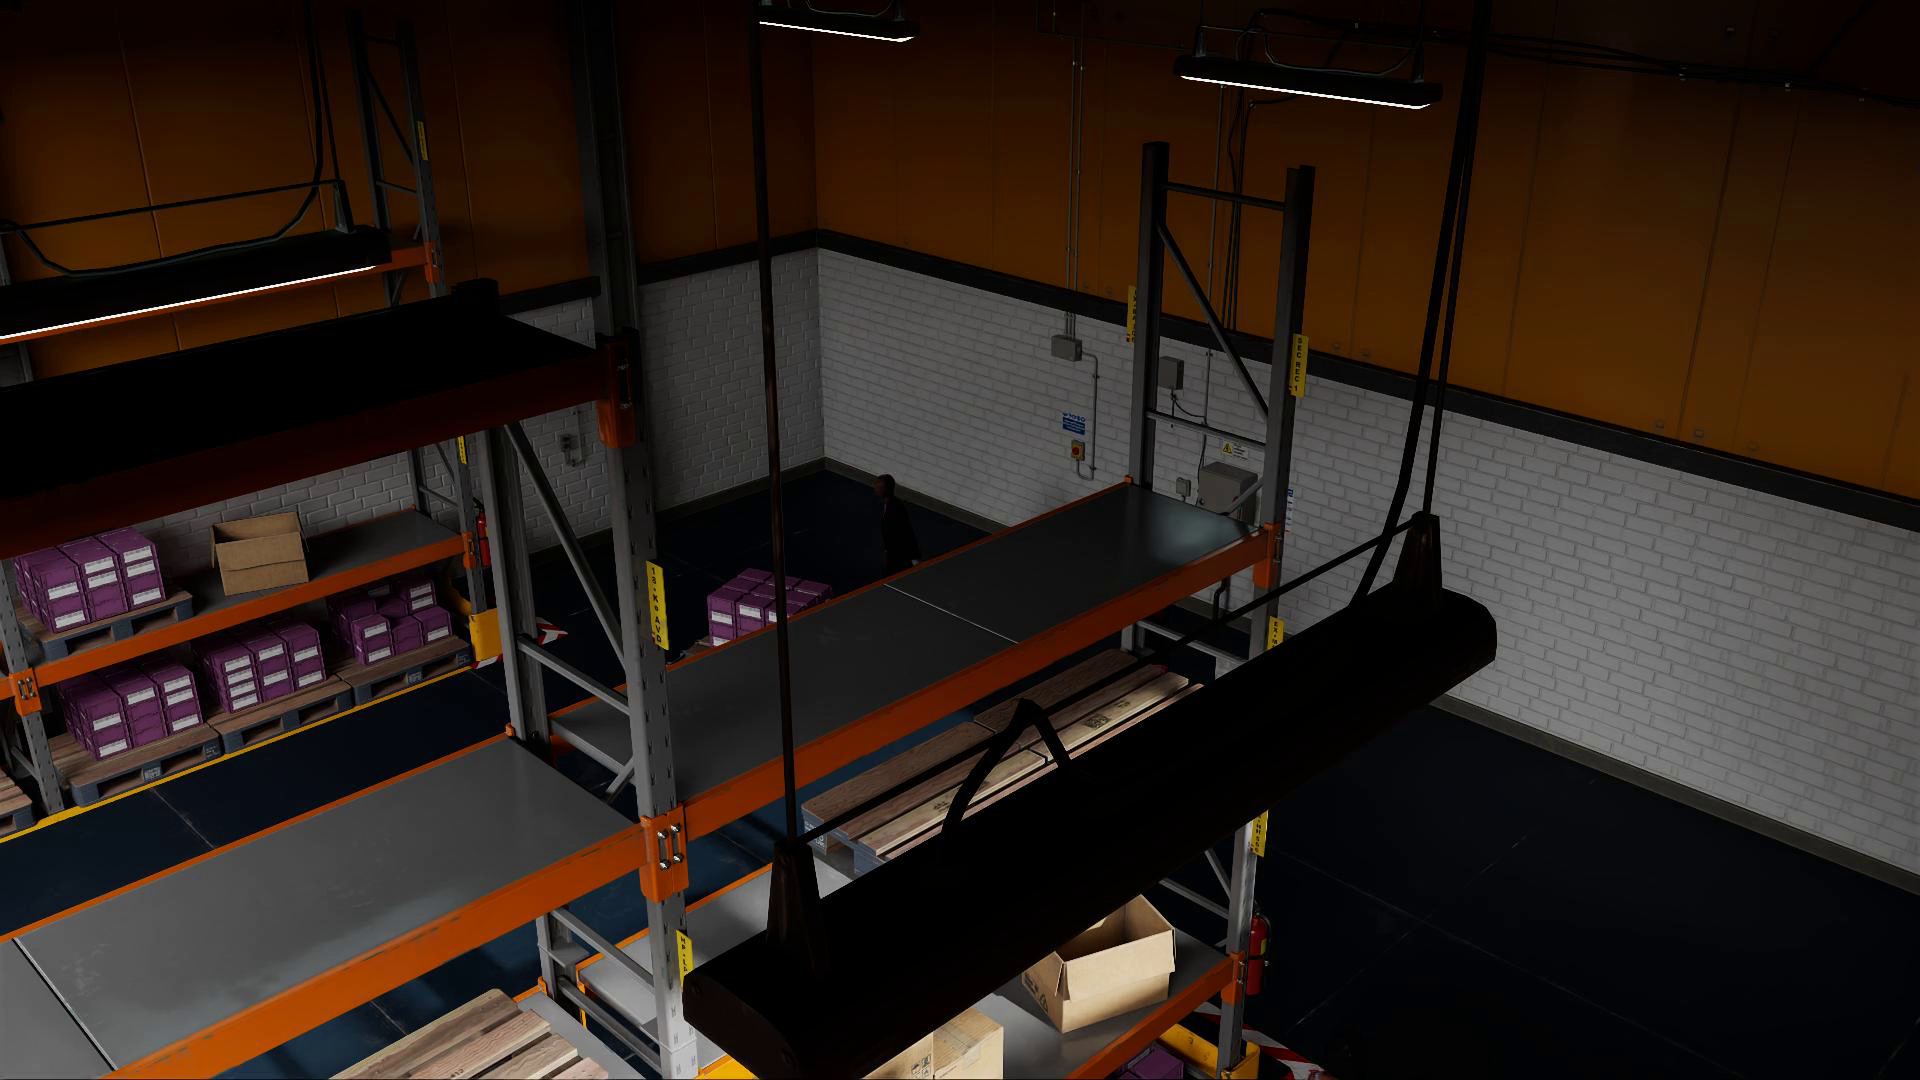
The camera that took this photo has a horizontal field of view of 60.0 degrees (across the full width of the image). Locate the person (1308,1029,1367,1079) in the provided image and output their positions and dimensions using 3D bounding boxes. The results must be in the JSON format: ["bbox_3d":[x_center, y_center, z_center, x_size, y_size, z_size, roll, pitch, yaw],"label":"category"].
[{"bbox_3d":[2.019,3.425,9.022,0.762,1.673,1.082,13,27,28],"label":"person"}]

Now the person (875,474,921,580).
[{"bbox_3d":[-0.480,0.184,16.383,0.942,1.716,0.875,-7,24,-15],"label":"person"}]
